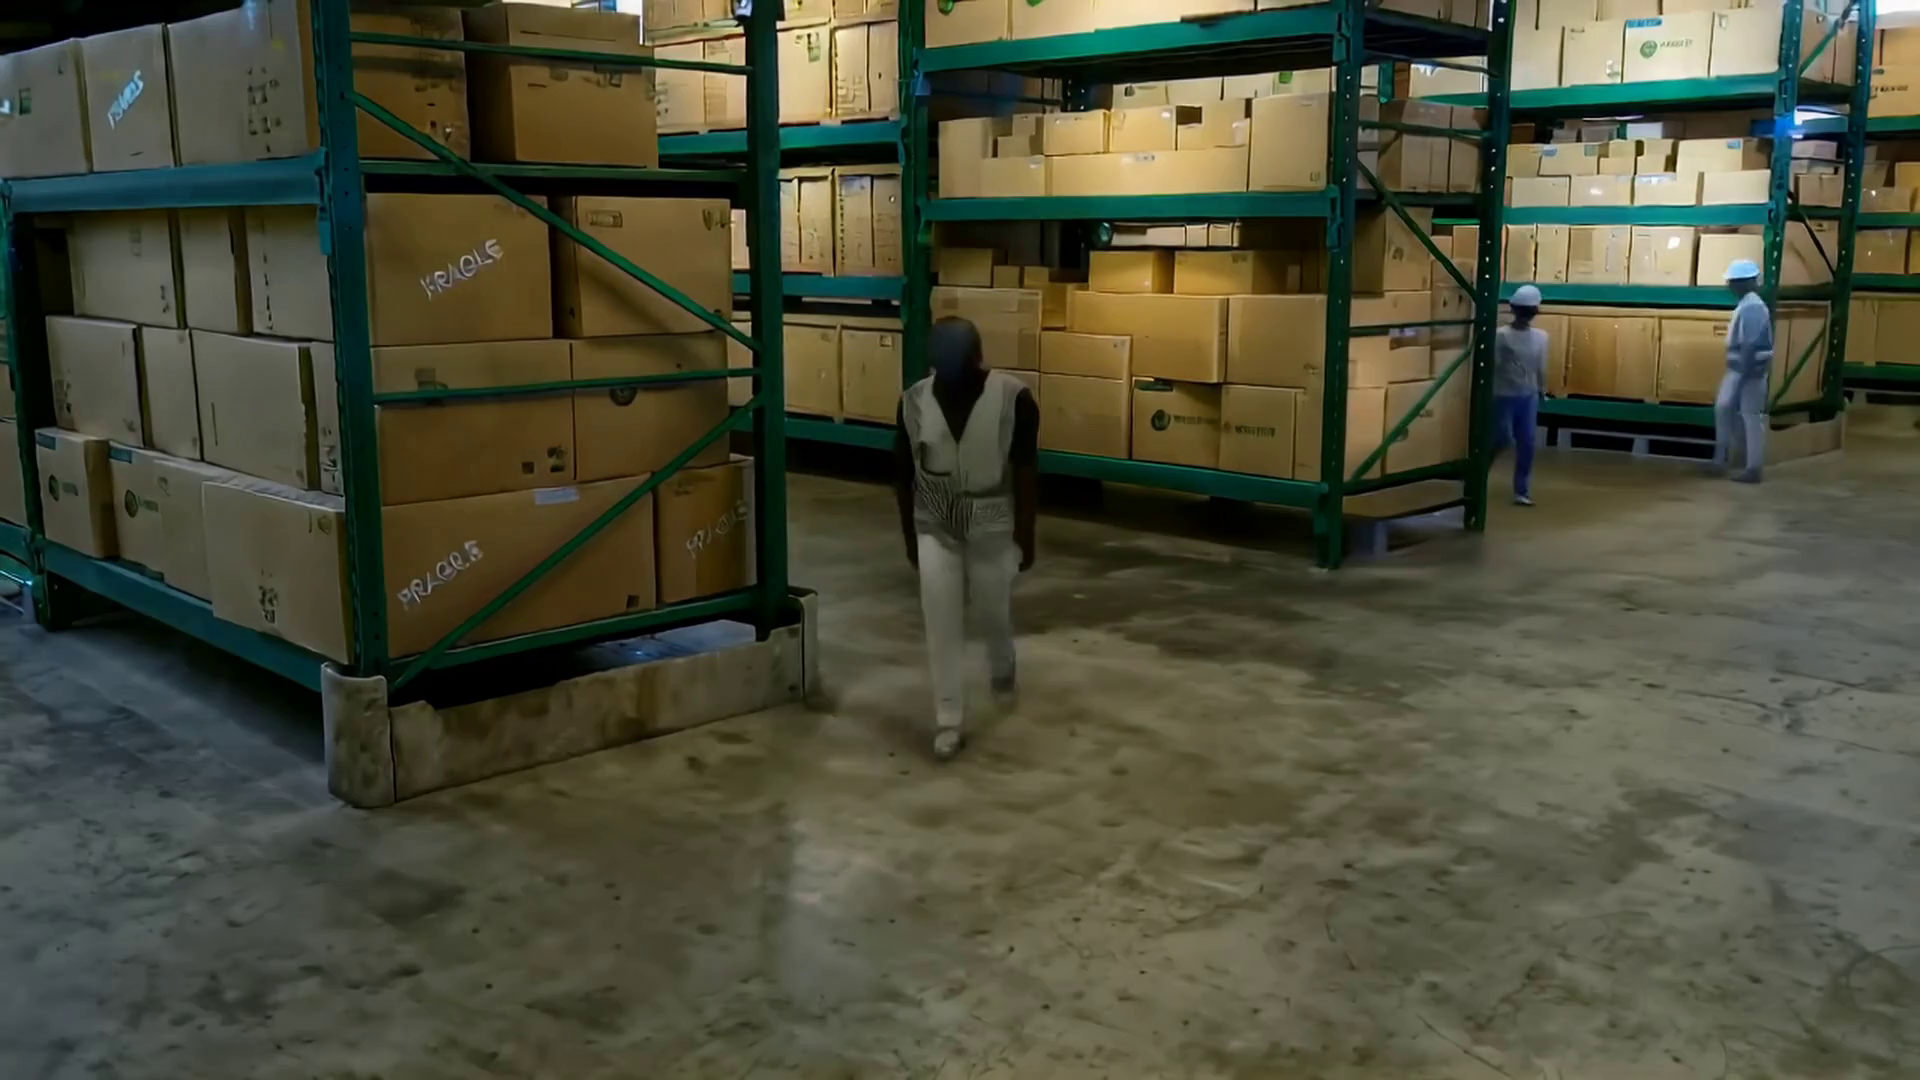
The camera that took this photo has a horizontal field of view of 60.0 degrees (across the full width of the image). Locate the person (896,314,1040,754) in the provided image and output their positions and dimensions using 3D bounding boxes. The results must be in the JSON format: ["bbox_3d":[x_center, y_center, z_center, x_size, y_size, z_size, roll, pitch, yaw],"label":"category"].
[{"bbox_3d":[0.041,-0.055,7.074,0.631,1.815,0.762,2,11,10],"label":"person"}]

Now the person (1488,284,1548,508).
[{"bbox_3d":[4.379,-1.151,13.198,0.542,1.751,0.573,-2,11,-12],"label":"person"}]

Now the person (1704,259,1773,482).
[{"bbox_3d":[6.754,-1.462,14.423,0.600,1.920,0.626,2,11,12],"label":"person"}]
